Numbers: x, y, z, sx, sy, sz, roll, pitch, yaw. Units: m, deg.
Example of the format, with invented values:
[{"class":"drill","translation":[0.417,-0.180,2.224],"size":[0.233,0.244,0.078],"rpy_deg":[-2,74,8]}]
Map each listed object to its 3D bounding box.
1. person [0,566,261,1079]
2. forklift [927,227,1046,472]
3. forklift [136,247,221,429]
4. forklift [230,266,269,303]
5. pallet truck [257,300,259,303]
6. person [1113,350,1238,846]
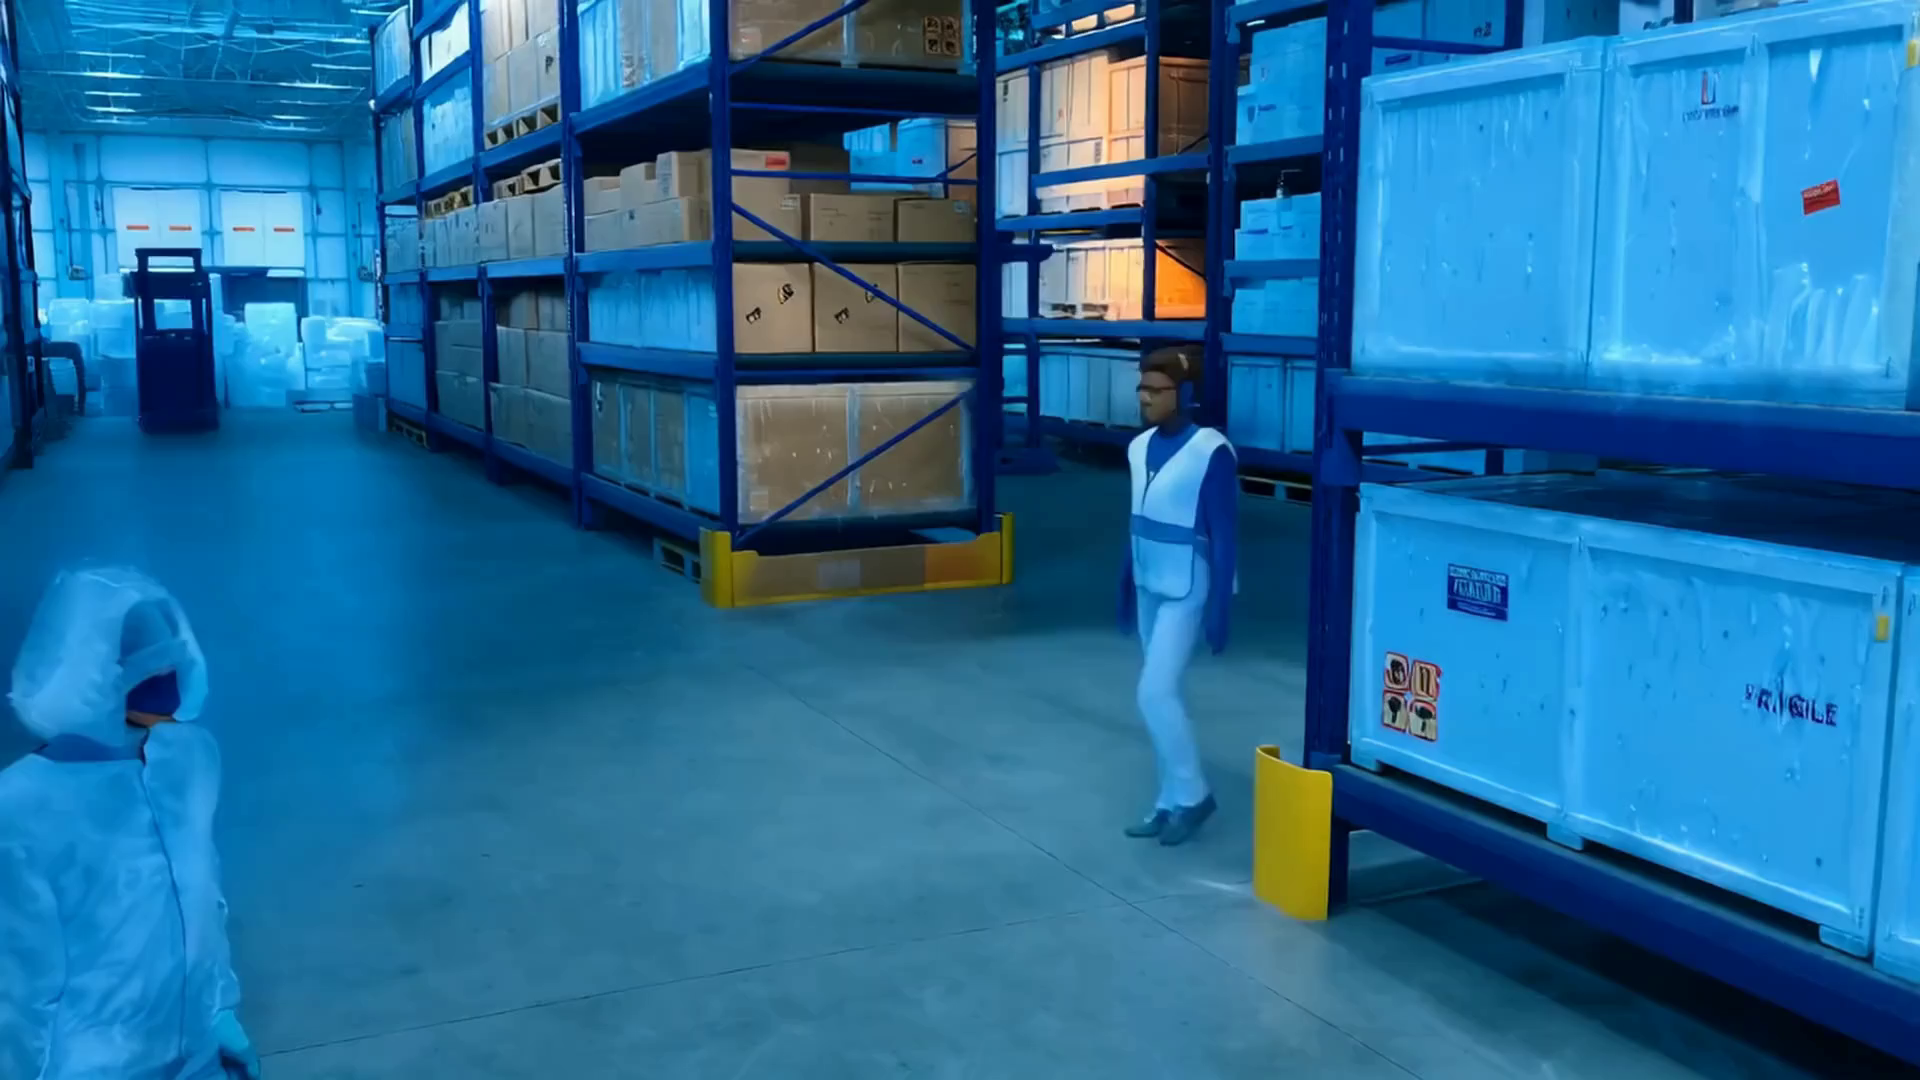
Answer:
[{"class":"person","translation":[-1.262,0.845,2.540],"size":[0.265,1.632,0.508],"rpy_deg":[2,8,11]},{"class":"forklift","translation":[-0.094,-2.180,19.122],"size":[1.873,2.768,1.129],"rpy_deg":[-4,9,-26]},{"class":"forklift","translation":[-12.311,-3.191,26.095],"size":[1.129,2.768,1.873],"rpy_deg":[-4,9,-23]},{"class":"forklift","translation":[-17.661,-5.425,41.501],"size":[1.129,2.768,1.873],"rpy_deg":[2,9,14]},{"class":"pallet truck","translation":[-23.913,-7.404,58.171],"size":[1.885,1.965,0.823],"rpy_deg":[-1,8,-9]},{"class":"person","translation":[0.776,0.220,6.148],"size":[0.471,1.832,0.594],"rpy_deg":[-4,9,-26]}]
